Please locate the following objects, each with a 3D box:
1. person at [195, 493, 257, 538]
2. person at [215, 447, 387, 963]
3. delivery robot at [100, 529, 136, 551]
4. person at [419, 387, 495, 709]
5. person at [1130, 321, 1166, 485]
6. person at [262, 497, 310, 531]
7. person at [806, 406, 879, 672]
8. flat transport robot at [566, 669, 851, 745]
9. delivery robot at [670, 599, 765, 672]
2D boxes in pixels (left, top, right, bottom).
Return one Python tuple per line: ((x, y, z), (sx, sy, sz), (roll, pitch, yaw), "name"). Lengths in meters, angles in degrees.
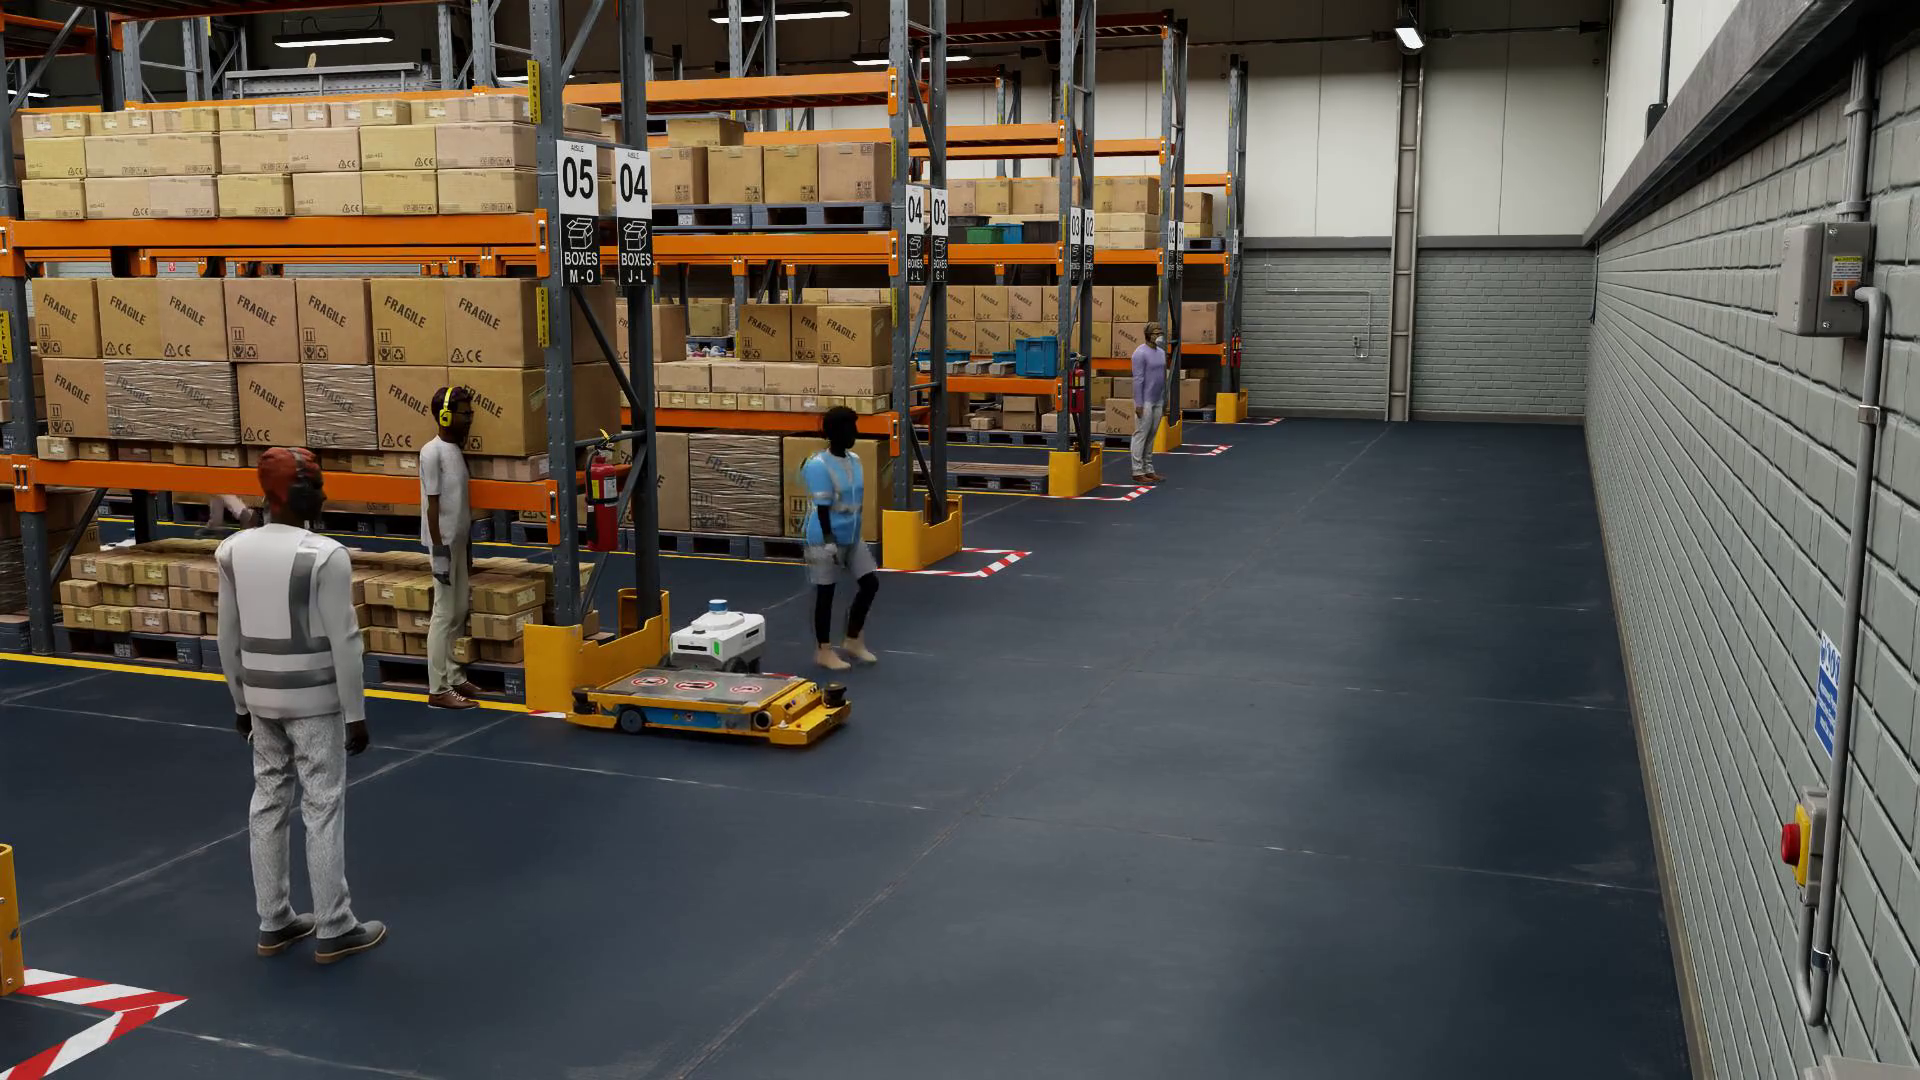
((-6.912, -0.947, 15.506), (0.812, 1.969, 0.610), (4, 10, 22), "person")
((-2.415, 0.600, 6.067), (0.578, 1.881, 0.346), (3, 10, 20), "person")
((-6.249, 0.155, 12.684), (0.707, 0.478, 0.477), (3, 10, 19), "delivery robot")
((-2.926, 0.047, 9.601), (0.333, 1.860, 0.510), (0, 9, 3), "person")
((2.264, -1.639, 19.868), (0.378, 1.940, 0.629), (6, 11, 35), "person")
((-5.649, -0.649, 13.993), (0.429, 1.844, 0.626), (6, 11, 33), "person")
((-0.726, 0.003, 10.406), (0.451, 1.683, 0.542), (6, 11, 34), "person")
((-1.385, 0.900, 9.207), (1.431, 0.197, 0.652), (3, 10, 17), "flat transport robot")
((-1.438, 0.598, 9.917), (0.477, 0.478, 0.707), (3, 10, 17), "delivery robot")
